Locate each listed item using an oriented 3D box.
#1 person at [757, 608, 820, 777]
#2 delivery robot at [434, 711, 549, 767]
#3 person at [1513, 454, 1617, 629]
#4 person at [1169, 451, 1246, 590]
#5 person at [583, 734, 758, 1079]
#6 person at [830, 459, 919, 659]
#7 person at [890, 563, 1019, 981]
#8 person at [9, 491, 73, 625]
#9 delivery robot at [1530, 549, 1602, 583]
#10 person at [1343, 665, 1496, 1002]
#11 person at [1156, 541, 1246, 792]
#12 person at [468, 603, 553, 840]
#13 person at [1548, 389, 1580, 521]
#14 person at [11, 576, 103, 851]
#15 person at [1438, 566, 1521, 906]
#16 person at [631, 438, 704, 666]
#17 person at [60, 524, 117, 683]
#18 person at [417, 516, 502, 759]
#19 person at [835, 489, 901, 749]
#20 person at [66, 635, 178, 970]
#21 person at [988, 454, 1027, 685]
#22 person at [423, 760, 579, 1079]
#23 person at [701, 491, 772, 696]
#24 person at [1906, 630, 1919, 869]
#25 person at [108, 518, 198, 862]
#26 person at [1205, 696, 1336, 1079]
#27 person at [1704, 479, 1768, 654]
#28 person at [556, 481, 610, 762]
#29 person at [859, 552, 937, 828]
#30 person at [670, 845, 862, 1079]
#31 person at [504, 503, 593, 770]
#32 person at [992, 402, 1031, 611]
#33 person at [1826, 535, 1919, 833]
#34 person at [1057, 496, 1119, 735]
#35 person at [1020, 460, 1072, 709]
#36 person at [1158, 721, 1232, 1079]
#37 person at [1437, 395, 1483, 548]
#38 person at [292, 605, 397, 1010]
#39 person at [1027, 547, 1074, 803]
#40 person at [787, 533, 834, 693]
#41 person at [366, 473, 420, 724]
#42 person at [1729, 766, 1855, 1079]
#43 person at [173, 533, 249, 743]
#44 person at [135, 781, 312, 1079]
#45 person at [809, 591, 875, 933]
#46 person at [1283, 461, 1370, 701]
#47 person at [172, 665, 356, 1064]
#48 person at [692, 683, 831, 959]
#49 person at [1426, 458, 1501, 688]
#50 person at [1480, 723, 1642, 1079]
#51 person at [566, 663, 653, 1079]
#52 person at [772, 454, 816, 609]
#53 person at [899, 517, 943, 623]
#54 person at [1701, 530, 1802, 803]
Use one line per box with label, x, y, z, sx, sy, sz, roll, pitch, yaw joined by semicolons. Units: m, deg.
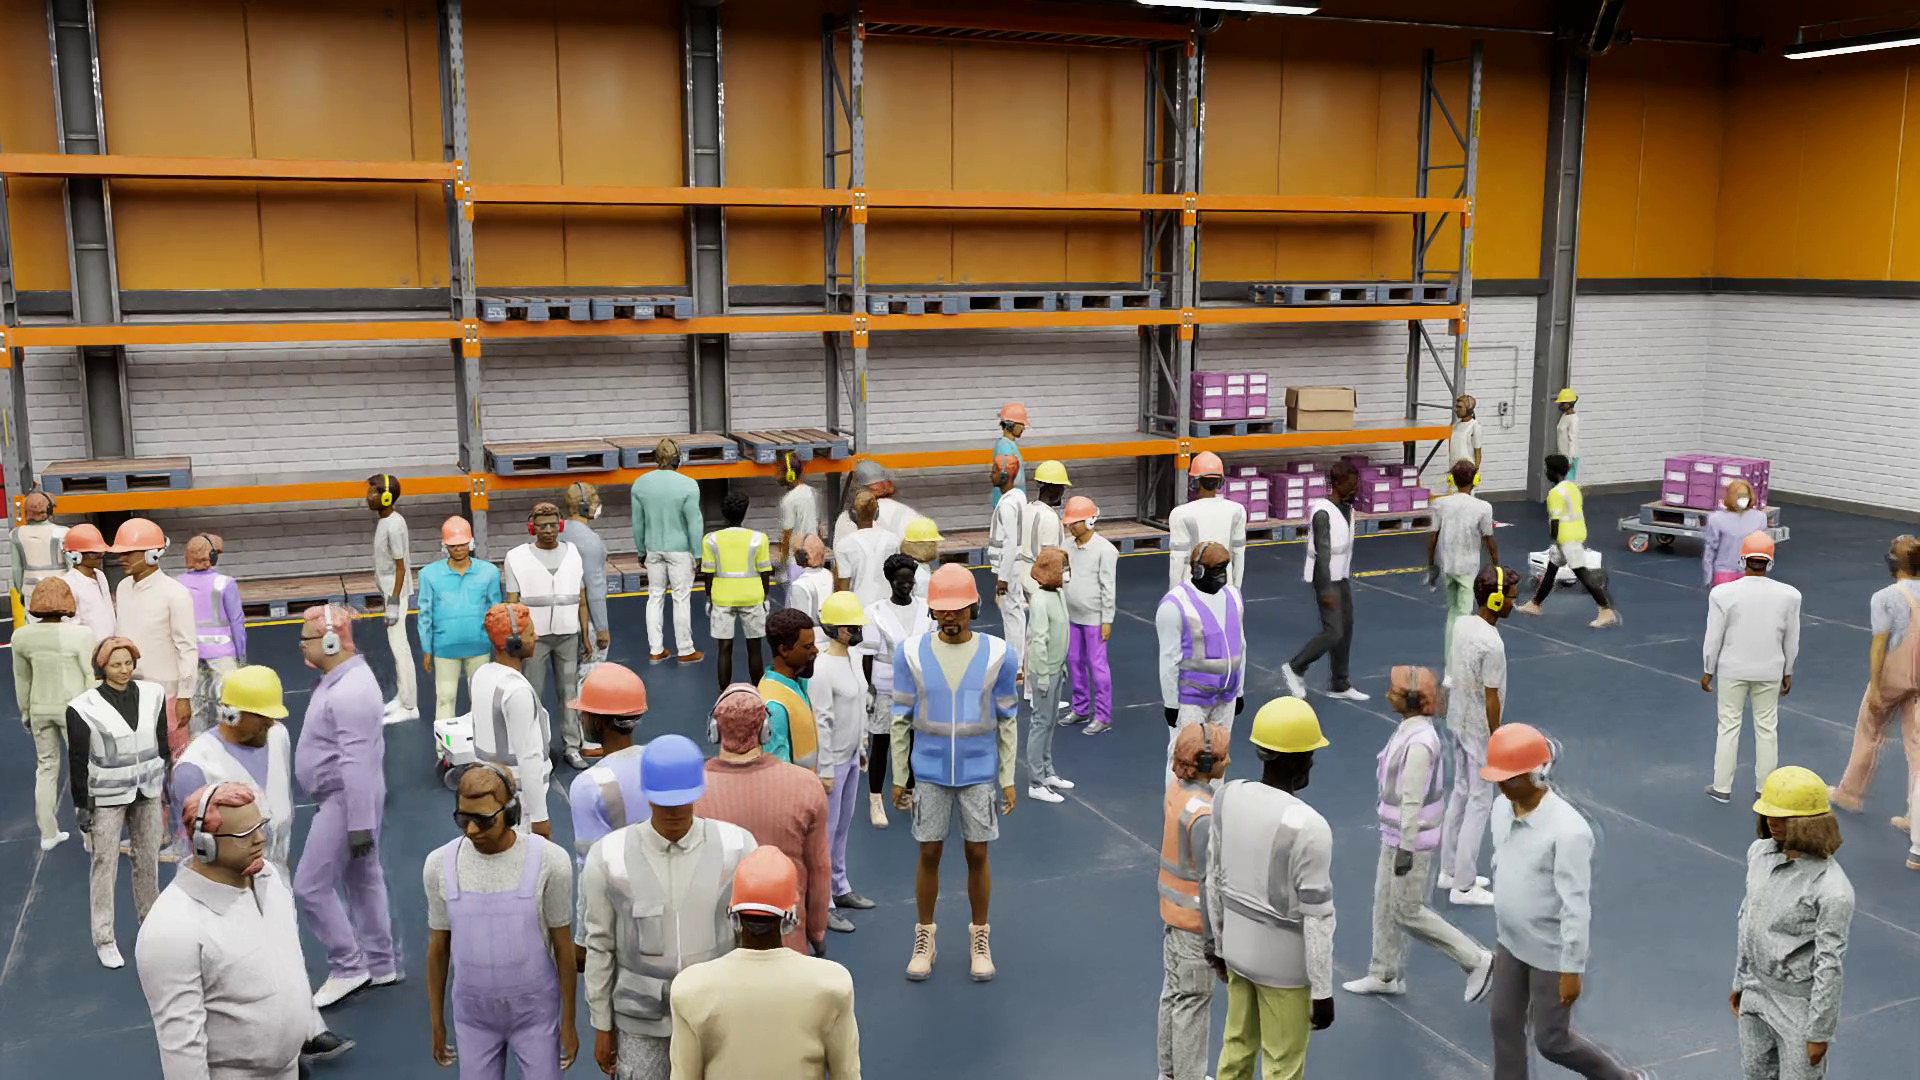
person;-0.797;1.248;7.577;0.377;1.917;0.599;0;10;-2
delivery robot;-3.110;1.280;11.047;0.707;0.478;0.477;-6;11;-30
person;5.771;-0.003;15.683;1.021;1.614;0.541;8;13;38
person;1.807;0.362;12.323;0.608;2.044;0.371;-3;10;-18
person;-0.949;1.581;5.593;0.605;1.941;0.415;-2;10;-13
person;-0.574;0.373;12.266;0.688;2.000;0.952;-6;11;-29
person;-0.029;1.114;7.985;0.615;2.042;0.372;0;10;2
person;-7.169;0.431;13.085;0.511;1.641;0.307;0;10;-3
delivery robot;6.222;0.229;17.098;0.707;0.478;0.477;-3;10;-19
person;2.145;1.371;7.688;0.595;1.626;0.512;1;10;8
person;1.438;0.907;9.790;0.626;1.837;0.429;-7;12;-34
person;-2.087;1.223;7.819;0.355;1.883;0.573;-8;12;-38
person;7.772;-1.062;21.354;0.338;1.761;0.524;1;10;5
person;-5.261;1.021;9.736;0.504;1.629;0.277;1;10;4
person;2.794;1.048;8.929;0.344;1.856;0.525;-1;10;-6
person;-2.467;0.104;14.105;0.635;1.937;0.354;3;10;17
person;-5.659;0.758;10.868;0.330;1.750;0.572;-1;10;-5
person;-3.344;0.704;11.181;0.562;1.752;0.327;-4;11;-22
person;-0.657;0.558;11.759;0.505;1.847;0.349;-6;11;-29
person;-4.132;1.274;8.233;0.310;1.638;0.523;6;12;32
person;0.389;0.239;13.491;0.358;1.883;0.572;2;10;9
person;-1.552;1.626;5.651;0.515;1.835;0.354;0;10;1
person;-1.696;0.471;12.688;0.533;1.697;0.322;0;10;0
person;5.585;0.922;9.230;0.381;1.994;0.622;-2;10;-13
person;-4.653;0.858;9.600;0.611;1.996;0.379;5;11;27
person;1.138;1.509;6.043;0.382;1.928;0.587;-6;12;-31
person;6.513;0.272;14.038;0.510;1.623;0.461;0;10;1
person;-2.605;0.557;11.499;0.370;1.941;0.627;-8;13;-38
person;-0.362;0.908;10.173;0.540;1.695;0.317;-5;11;-27
person;-0.583;1.773;5.023;0.575;1.749;0.335;-1;10;-6
person;-2.763;0.655;11.199;0.564;1.846;0.389;-6;11;-30
person;0.500;-0.330;16.312;0.374;2.043;0.608;0;10;-2
person;5.704;0.863;10.142;0.525;1.811;0.820;-1;10;-7
person;0.902;0.539;12.180;0.353;1.738;0.574;-8;13;-39
person;0.662;0.343;12.799;0.395;1.918;0.586;-2;10;-12
person;0.954;1.534;6.735;0.306;1.637;0.522;-1;10;-7
person;5.882;-0.778;19.463;0.346;1.846;0.506;-4;10;-20
person;-2.934;1.235;7.737;0.582;1.885;0.670;-4;11;-22
person;0.583;0.850;10.691;0.285;1.633;0.497;3;10;17
person;-0.997;0.762;11.180;0.309;1.638;0.522;3;10;19
person;-4.251;0.430;12.418;0.327;1.877;0.520;-4;11;-22
person;2.905;1.634;5.887;0.327;1.734;0.481;-2;10;-9
person;-5.001;0.771;11.120;0.514;1.642;0.311;2;10;11
person;-2.218;1.671;5.169;0.410;1.909;0.643;1;10;4
person;-0.617;1.134;8.671;0.317;1.769;0.522;3;10;18
person;2.876;0.325;12.938;0.572;1.902;0.627;7;12;35
person;-3.036;1.398;7.148;0.917;1.759;0.602;5;11;27
person;-0.804;1.478;6.283;0.637;1.911;0.403;-2;10;-12
person;4.096;0.267;13.427;0.551;1.852;0.543;-9;13;-41
person;2.309;1.543;6.458;0.648;1.716;0.610;-3;10;-15
person;-1.322;1.426;6.479;0.348;1.940;0.553;5;11;29
person;-1.354;0.200;13.841;0.362;1.847;0.624;4;11;21
person;-0.270;0.709;11.184;0.321;1.743;0.488;-3;10;-16
person;5.011;0.809;10.577;0.563;1.752;0.327;2;10;11
